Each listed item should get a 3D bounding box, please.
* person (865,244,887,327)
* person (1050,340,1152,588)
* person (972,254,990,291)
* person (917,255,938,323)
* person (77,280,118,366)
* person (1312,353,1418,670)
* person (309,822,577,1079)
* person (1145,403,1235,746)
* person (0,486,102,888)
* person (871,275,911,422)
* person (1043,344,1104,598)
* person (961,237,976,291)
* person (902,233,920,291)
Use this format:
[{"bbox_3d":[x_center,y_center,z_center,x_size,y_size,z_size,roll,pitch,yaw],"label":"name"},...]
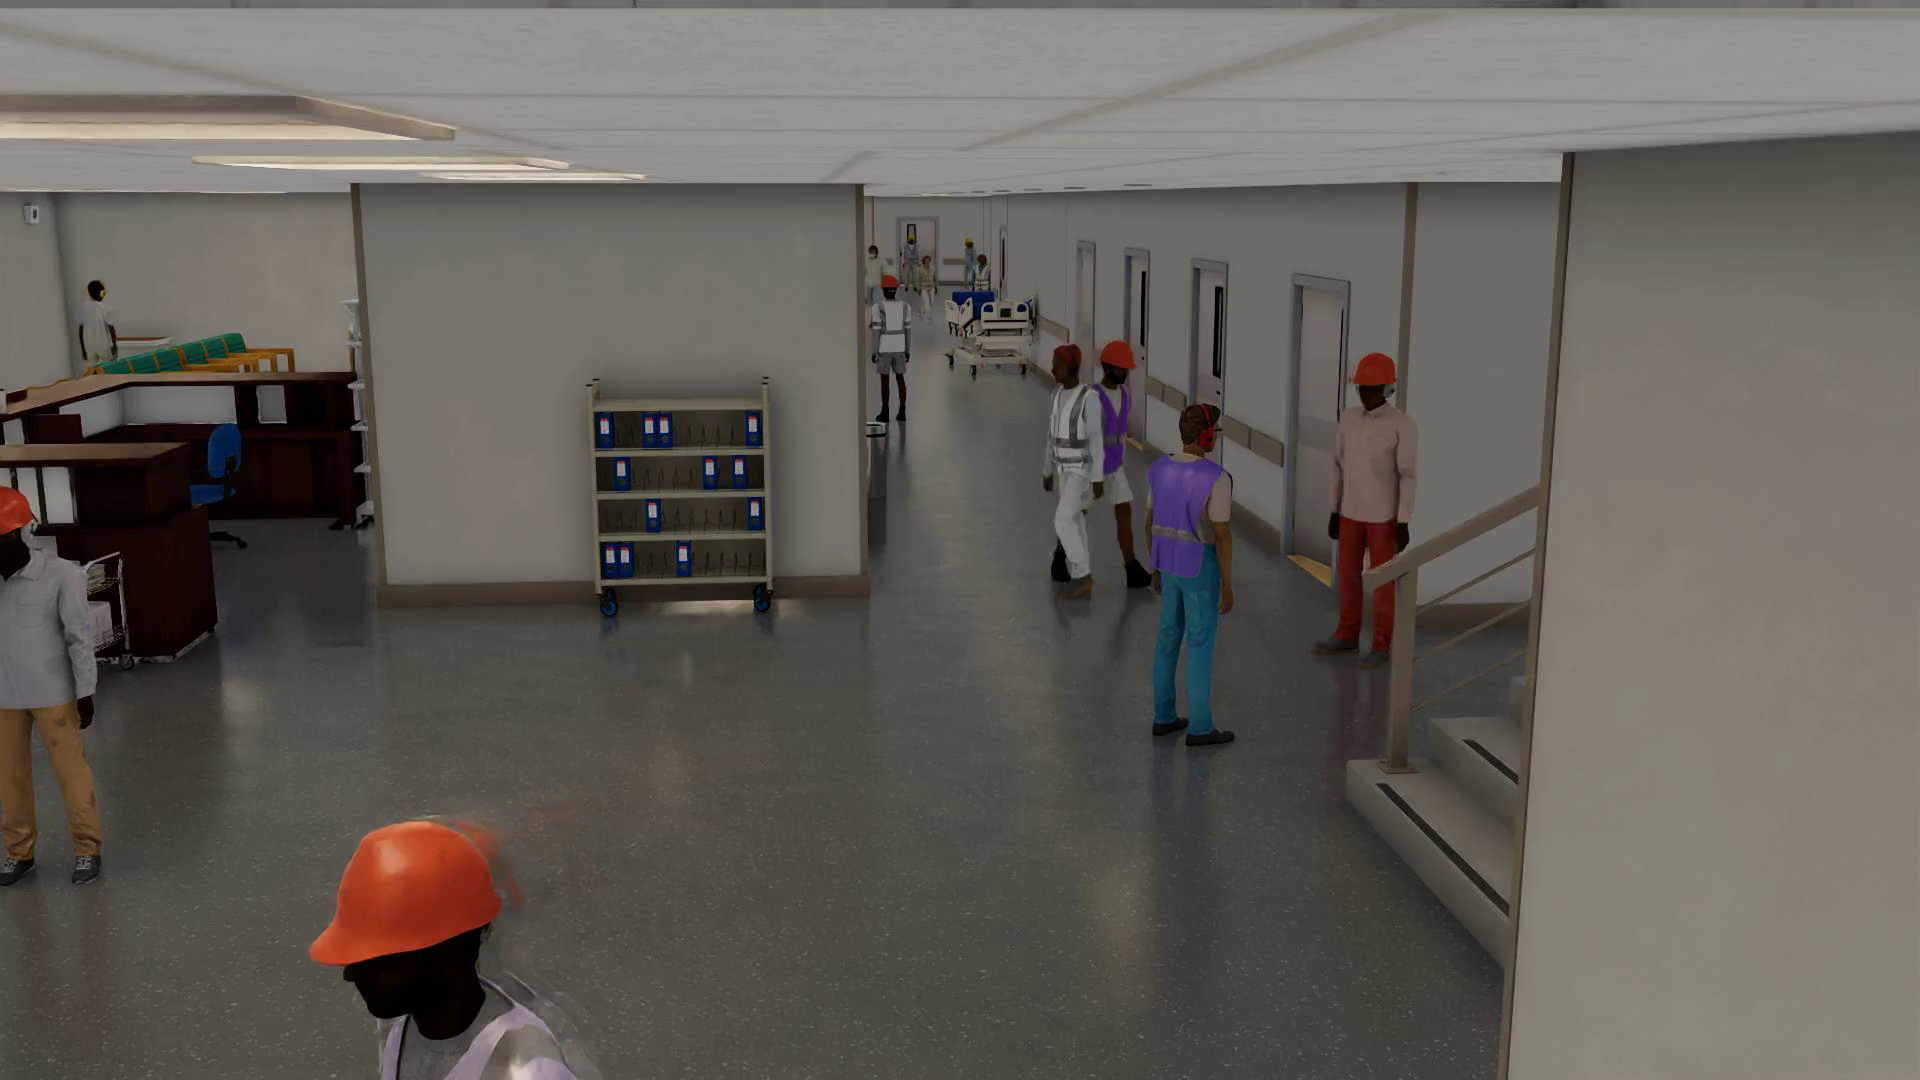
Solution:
[{"bbox_3d":[-1.974,-5.894,38.536,0.649,1.905,0.879,3,12,13],"label":"person"},{"bbox_3d":[1.064,-0.576,12.570,0.590,1.895,0.955,-11,16,-42],"label":"person"},{"bbox_3d":[0.521,-5.923,39.287,0.514,1.642,0.310,4,12,18],"label":"person"},{"bbox_3d":[-0.809,-5.976,39.613,0.523,1.615,0.610,-6,13,-27],"label":"person"},{"bbox_3d":[-11.502,-2.539,22.242,0.535,1.844,0.586,-1,12,-7],"label":"person"},{"bbox_3d":[2.537,-0.177,10.408,0.388,1.982,0.679,-8,14,-34],"label":"person"},{"bbox_3d":[-0.766,1.369,3.035,0.907,1.904,0.556,-9,15,-38],"label":"person"},{"bbox_3d":[1.225,0.189,8.926,0.375,1.840,0.575,-9,15,-38],"label":"person"},{"bbox_3d":[-3.947,0.628,7.030,0.563,1.742,0.361,-1,12,-5],"label":"person"},{"bbox_3d":[-0.920,-2.530,21.982,0.552,1.934,0.363,-5,13,-24],"label":"person"},{"bbox_3d":[0.799,-0.493,12.173,0.493,1.869,0.626,-5,13,-24],"label":"person"},{"bbox_3d":[0.374,-8.949,53.896,0.488,1.711,0.800,11,16,43],"label":"person"},{"bbox_3d":[-1.570,-8.918,53.440,0.590,1.837,0.404,-2,12,-11],"label":"person"}]
